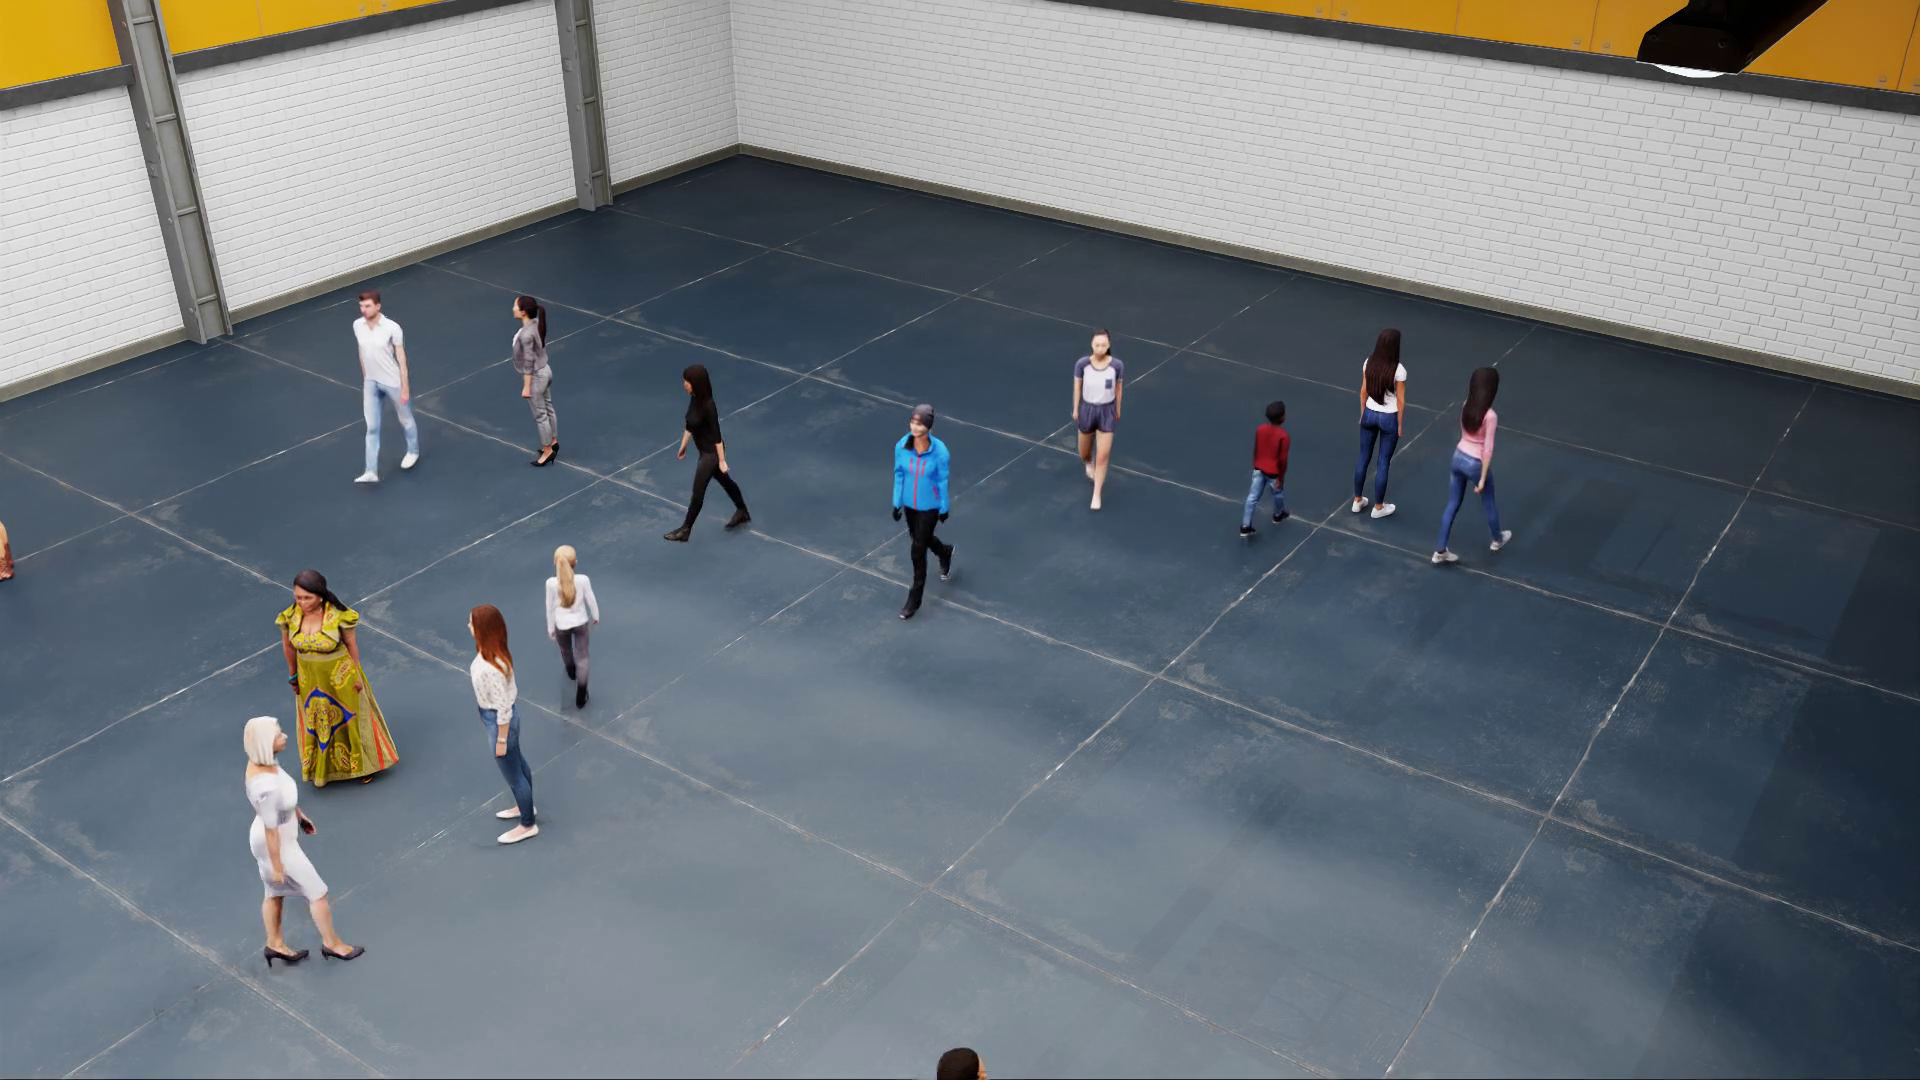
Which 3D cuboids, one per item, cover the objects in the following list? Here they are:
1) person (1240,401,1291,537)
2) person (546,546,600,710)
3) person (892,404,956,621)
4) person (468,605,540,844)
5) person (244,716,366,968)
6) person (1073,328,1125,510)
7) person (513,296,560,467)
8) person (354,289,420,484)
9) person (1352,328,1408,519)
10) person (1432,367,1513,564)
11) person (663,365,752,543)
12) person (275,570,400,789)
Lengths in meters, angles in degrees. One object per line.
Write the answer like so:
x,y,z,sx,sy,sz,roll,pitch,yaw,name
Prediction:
2.649,-0.584,14.465,0.526,1.222,0.905,21,35,34,person
-2.838,0.656,12.152,0.816,1.260,0.886,-4,29,-8,person
-0.263,-0.292,13.358,0.652,1.770,1.129,17,33,28,person
-2.943,1.169,10.722,0.690,1.728,0.648,-7,29,-13,person
-4.022,1.787,9.589,0.871,1.729,0.756,-15,32,-26,person
1.241,-1.140,15.059,0.864,1.629,1.046,4,29,7,person
-3.989,-1.510,15.685,0.784,1.678,0.693,2,29,3,person
-5.298,-1.480,15.489,0.990,1.813,1.218,5,29,10,person
3.718,-1.041,14.725,0.623,1.775,0.566,25,38,38,person
4.223,-0.602,13.992,1.127,1.706,0.867,-14,32,-24,person
-2.088,-0.765,14.403,1.154,1.598,0.920,-14,32,-24,person
-4.269,0.923,11.245,0.997,1.659,1.047,-4,29,-7,person
